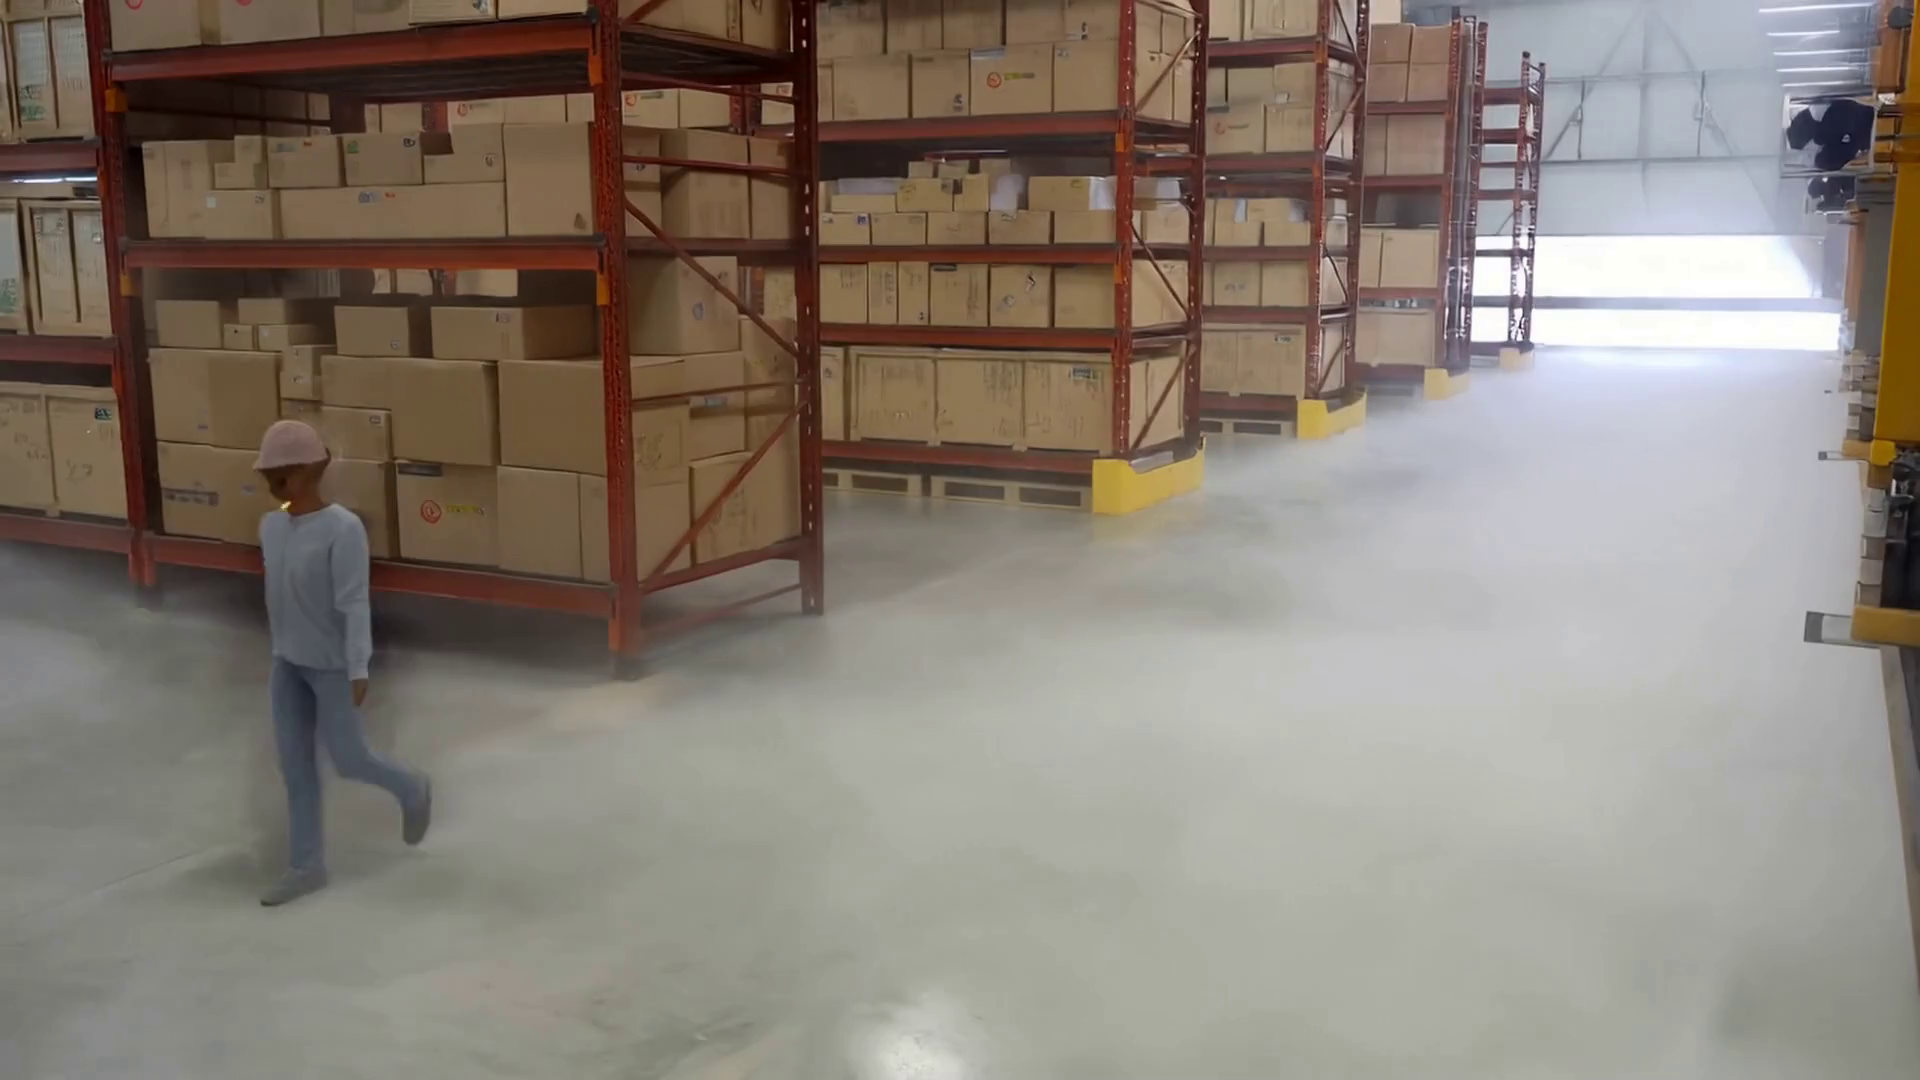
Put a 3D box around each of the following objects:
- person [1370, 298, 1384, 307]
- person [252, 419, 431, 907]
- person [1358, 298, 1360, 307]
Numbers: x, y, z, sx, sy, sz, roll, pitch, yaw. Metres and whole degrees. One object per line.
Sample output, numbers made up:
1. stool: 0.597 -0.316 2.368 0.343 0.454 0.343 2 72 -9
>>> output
1. person: 9.781 -5.282 39.088 0.326 1.751 0.561 3 10 14
2. person: -2.288 0.417 6.091 0.522 1.752 0.626 5 11 25
3. person: 9.304 -5.386 39.743 0.485 1.736 0.308 3 10 18
